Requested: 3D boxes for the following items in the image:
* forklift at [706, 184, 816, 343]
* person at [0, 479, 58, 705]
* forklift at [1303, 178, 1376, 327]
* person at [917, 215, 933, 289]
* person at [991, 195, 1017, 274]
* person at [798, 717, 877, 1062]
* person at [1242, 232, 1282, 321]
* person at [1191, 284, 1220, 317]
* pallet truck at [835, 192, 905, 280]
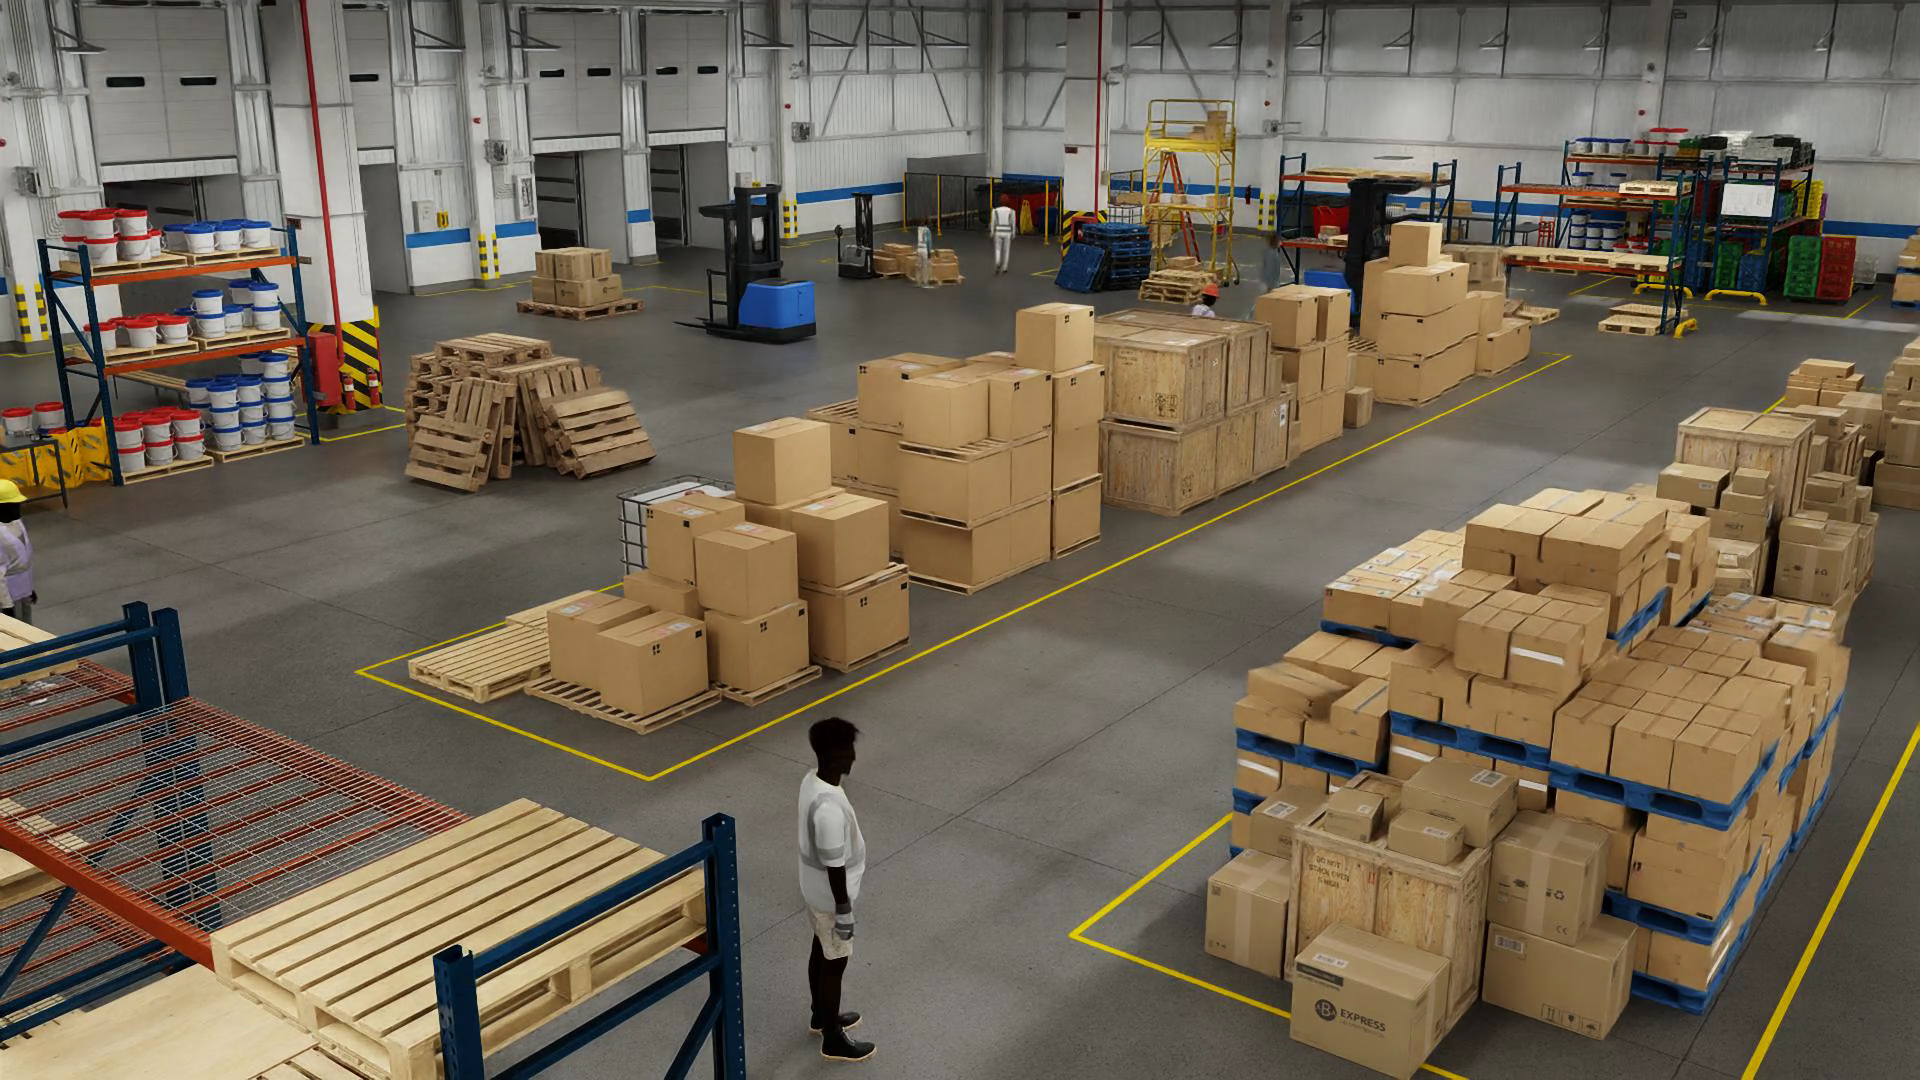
[{"bbox_3d":[-3.714,-5.181,30.930,1.873,2.768,1.129,12,21,35],"label":"forklift"},{"bbox_3d":[-7.934,0.426,13.987,0.381,1.928,0.587,-3,17,-9],"label":"person"},{"bbox_3d":[7.696,-5.566,32.205,1.873,2.768,1.129,8,19,24],"label":"forklift"},{"bbox_3d":[-0.793,-6.447,37.236,0.310,1.638,0.523,-8,19,-26],"label":"person"},{"bbox_3d":[1.048,-7.255,39.515,0.602,1.869,0.413,2,17,7],"label":"person"},{"bbox_3d":[-0.690,1.890,9.072,0.367,1.967,0.606,-5,17,-15],"label":"person"},{"bbox_3d":[5.863,-4.920,31.738,0.954,1.908,0.640,7,18,21],"label":"person"},{"bbox_3d":[3.674,-2.891,24.999,0.434,1.914,0.552,-6,18,-20],"label":"person"},{"bbox_3d":[-1.936,-7.159,38.982,1.885,1.965,0.823,-12,21,-34],"label":"pallet truck"}]
